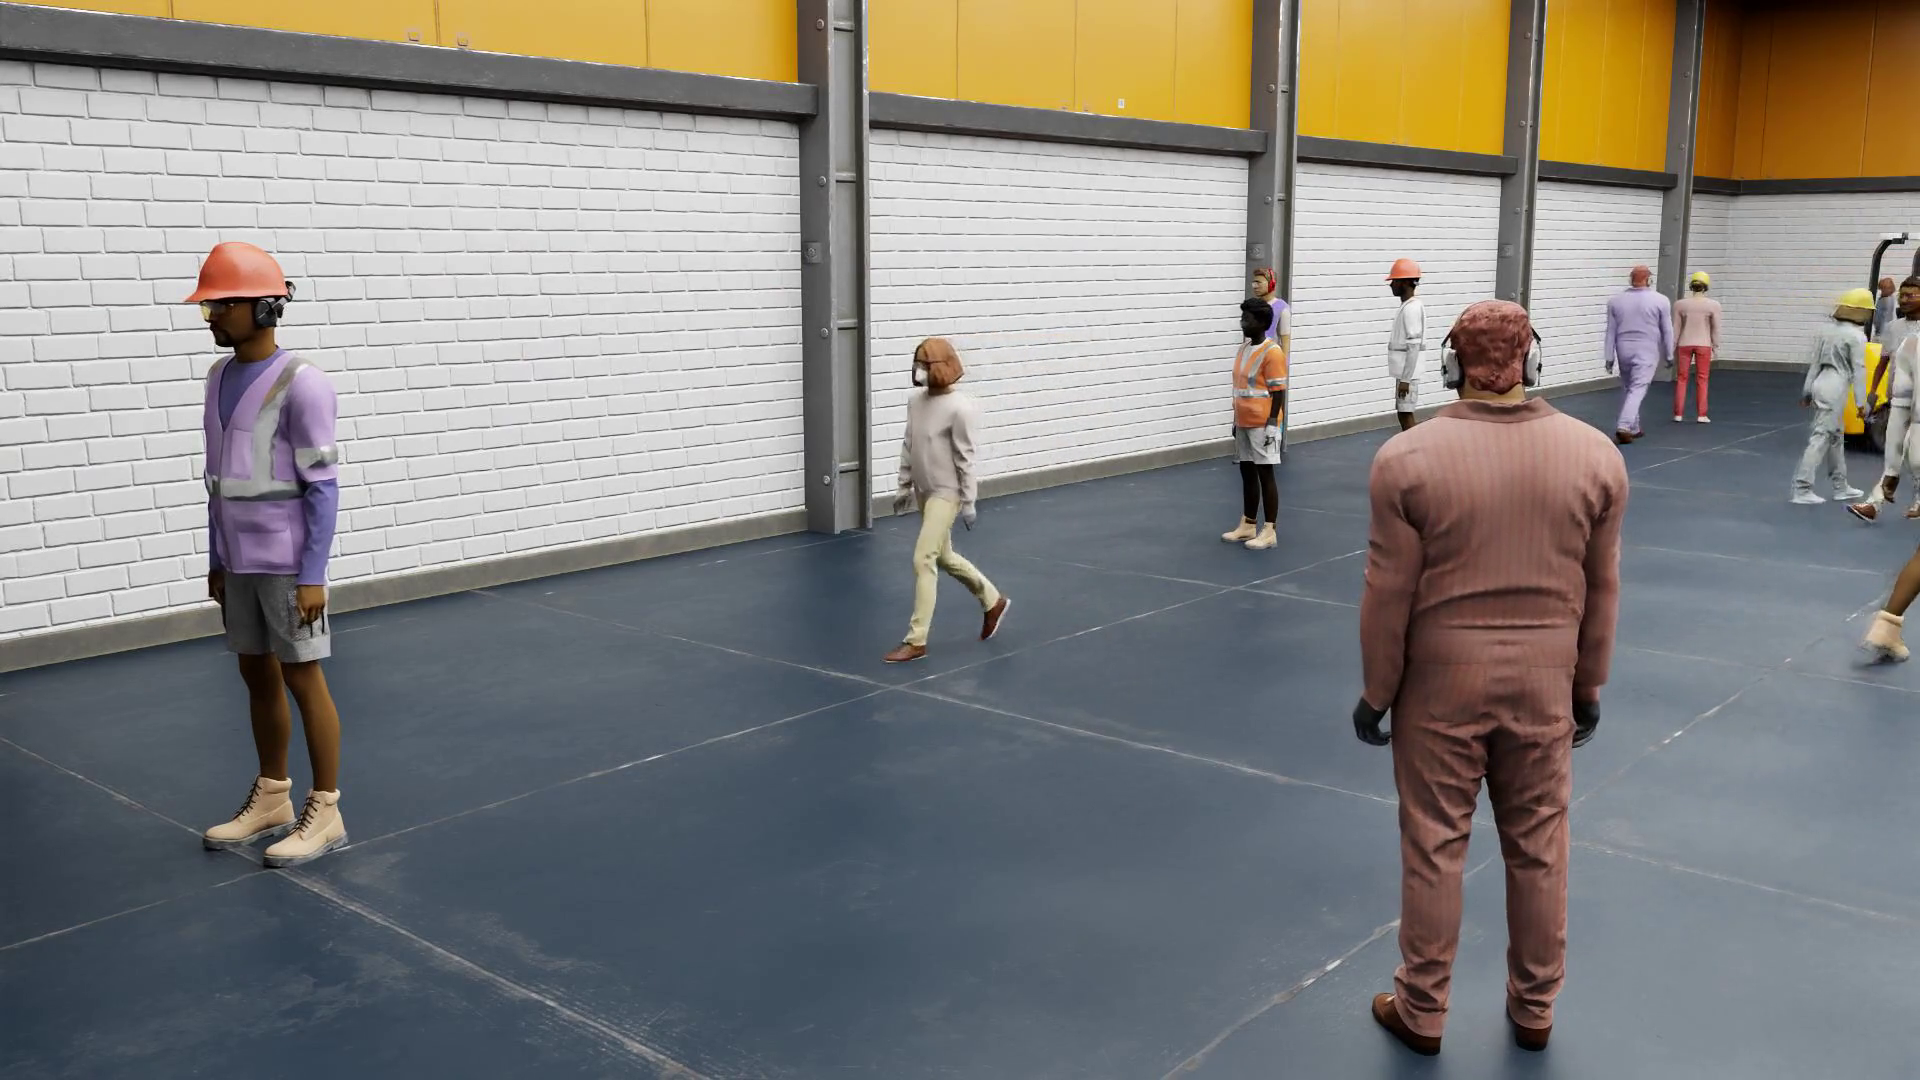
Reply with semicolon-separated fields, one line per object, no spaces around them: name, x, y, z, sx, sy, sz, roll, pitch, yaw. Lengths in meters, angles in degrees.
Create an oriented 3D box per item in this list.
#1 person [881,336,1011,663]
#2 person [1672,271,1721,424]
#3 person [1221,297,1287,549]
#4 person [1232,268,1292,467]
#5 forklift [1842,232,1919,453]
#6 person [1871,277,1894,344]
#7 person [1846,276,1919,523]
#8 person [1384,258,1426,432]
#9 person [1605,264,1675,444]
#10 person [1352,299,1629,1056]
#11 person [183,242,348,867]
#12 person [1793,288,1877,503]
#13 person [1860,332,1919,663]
person;-0.053;-0.220;8.291;0.779;1.606;0.495;-6;12;-30
person;8.537;-2.235;19.319;0.533;1.765;0.331;6;12;31
person;2.000;-0.789;11.274;0.316;1.696;0.542;-4;11;-20
person;2.835;-1.592;15.421;0.390;1.846;0.564;-6;11;-30
forklift;9.955;-1.972;16.595;2.313;2.155;1.214;1;10;8
person;13.284;-2.969;23.933;0.378;1.610;0.537;2;10;12
person;6.971;-1.033;12.308;0.996;1.818;0.552;-4;11;-22
person;3.780;-1.426;14.219;0.372;1.935;0.551;2;10;13
person;7.084;-1.948;17.421;0.981;1.863;0.643;-10;14;-43
person;1.304;0.356;4.183;0.639;1.901;0.406;0;10;-1
person;-2.297;0.055;5.488;0.605;2.044;0.374;6;12;32
person;7.003;-1.132;13.182;0.765;1.699;0.509;-1;10;-5
person;4.866;-0.385;8.179;1.072;1.999;0.622;-4;11;-23
